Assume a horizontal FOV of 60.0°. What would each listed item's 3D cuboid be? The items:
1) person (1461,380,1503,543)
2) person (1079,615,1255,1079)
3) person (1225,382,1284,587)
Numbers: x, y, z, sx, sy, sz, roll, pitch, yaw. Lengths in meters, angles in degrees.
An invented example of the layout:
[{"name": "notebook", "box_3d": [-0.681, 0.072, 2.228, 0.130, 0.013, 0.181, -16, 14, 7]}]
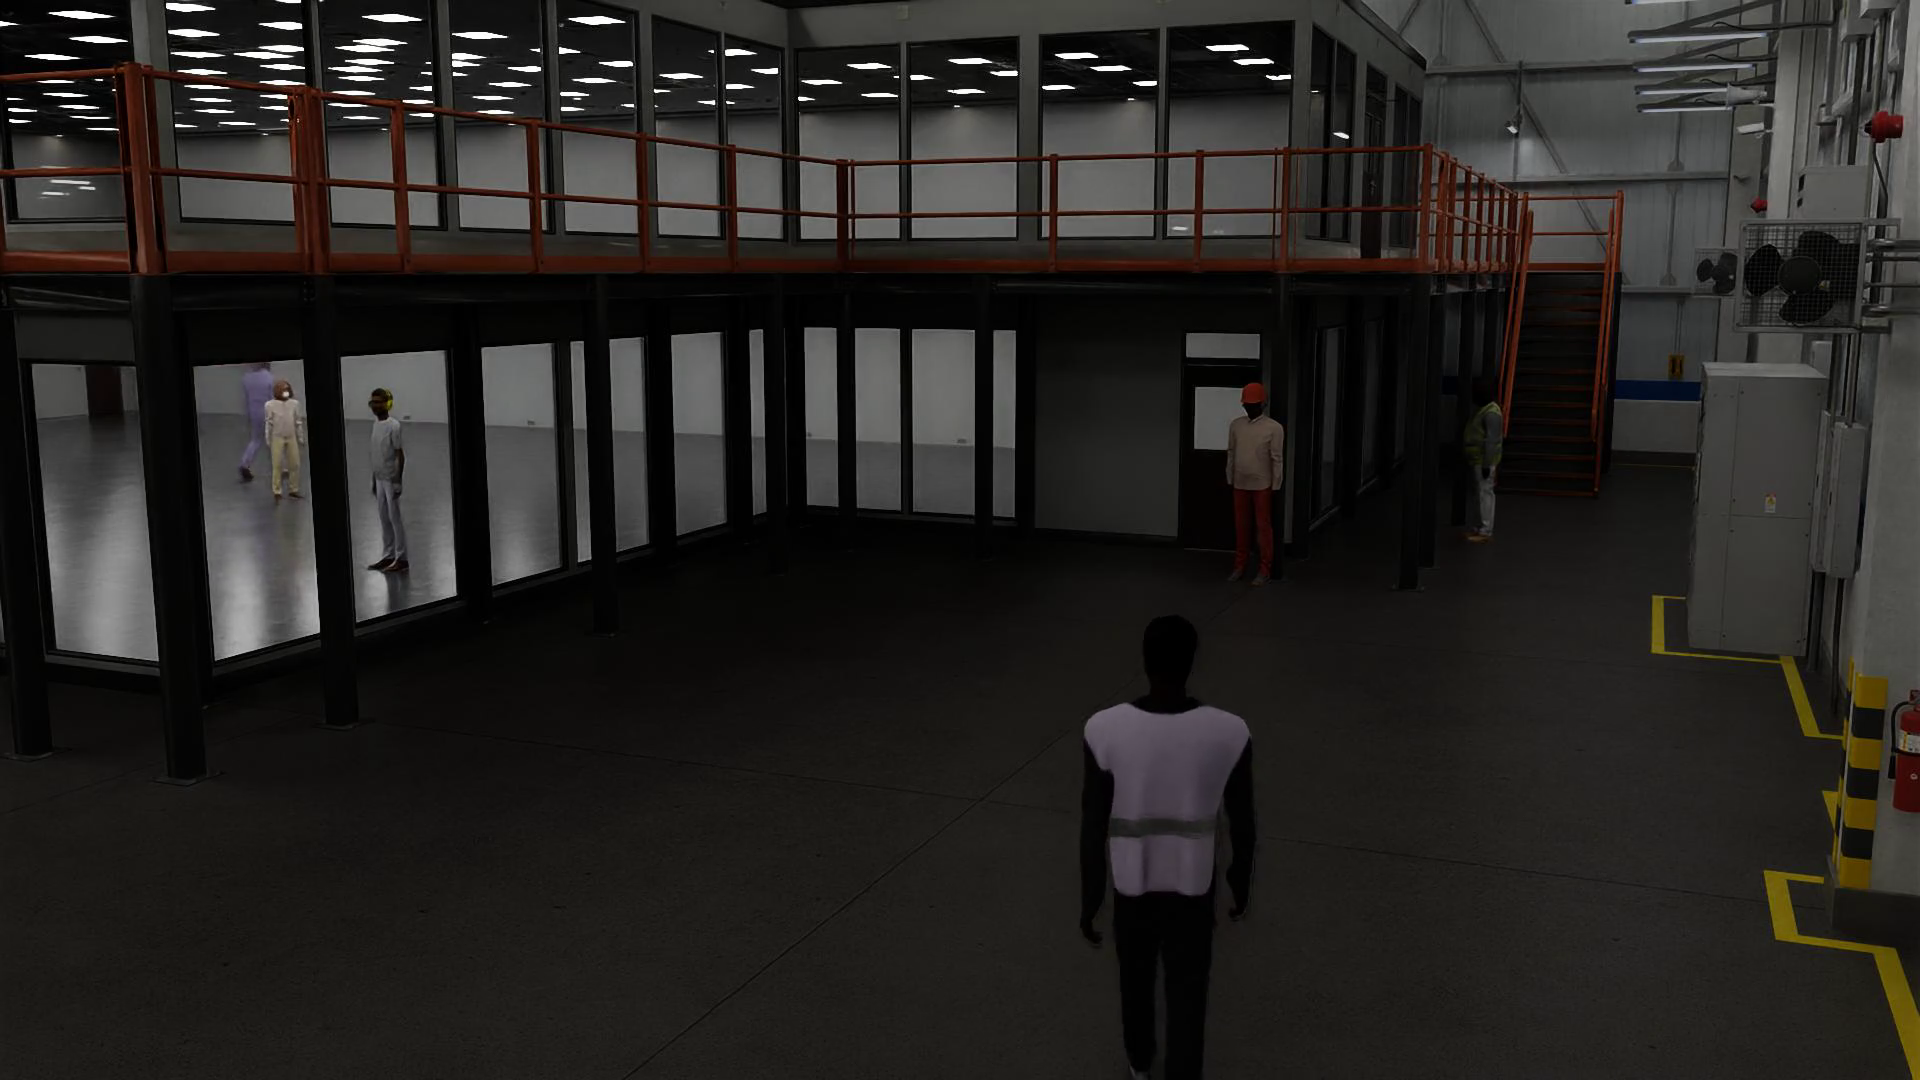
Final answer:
[{"name": "person", "box_3d": [5.872, -0.881, 18.727, 0.428, 1.839, 0.623, 1, 9, 8]}, {"name": "person", "box_3d": [0.737, 1.187, 5.894, 0.613, 1.861, 1.016, 1, 9, 6]}, {"name": "person", "box_3d": [2.844, -0.541, 16.168, 0.612, 1.986, 0.407, 8, 12, 41]}]
